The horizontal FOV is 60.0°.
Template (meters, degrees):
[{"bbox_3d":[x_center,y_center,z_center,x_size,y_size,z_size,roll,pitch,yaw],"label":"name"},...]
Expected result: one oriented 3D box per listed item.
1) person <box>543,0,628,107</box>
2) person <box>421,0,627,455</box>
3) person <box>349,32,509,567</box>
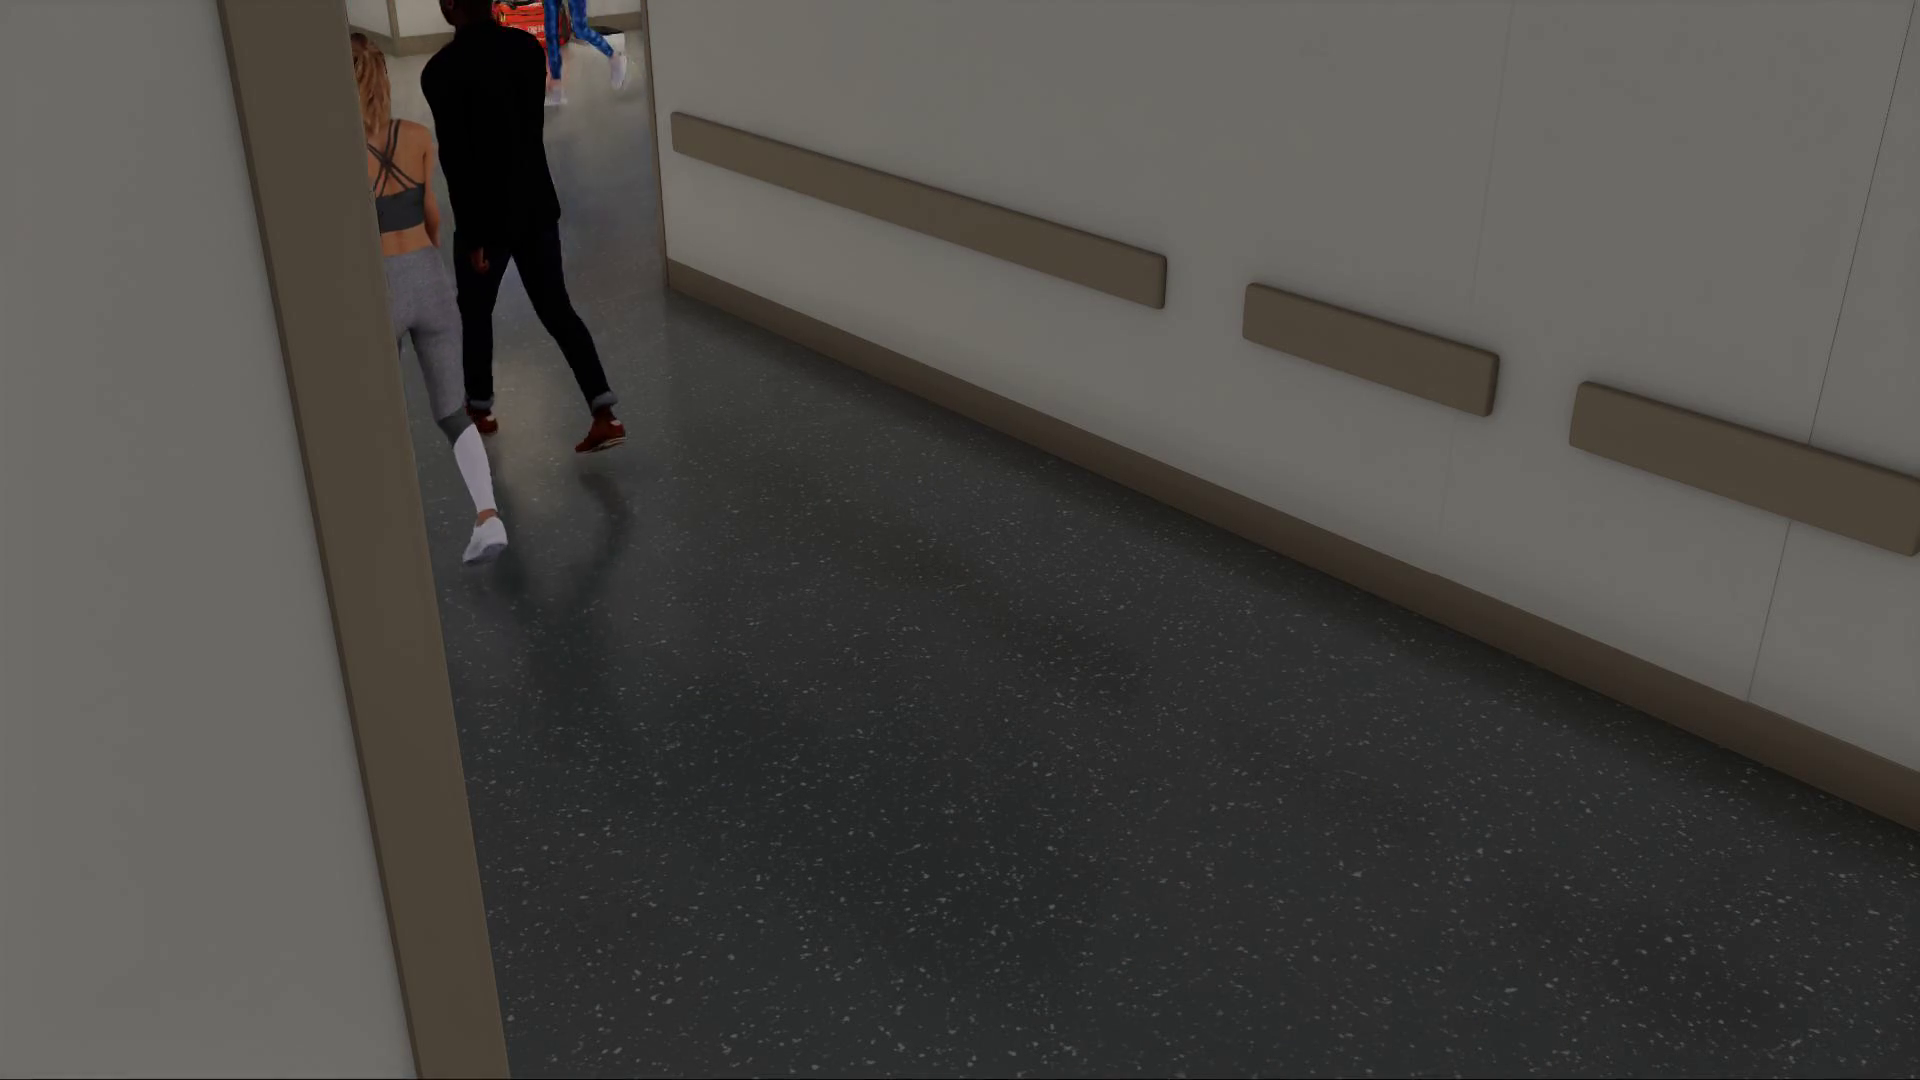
[{"bbox_3d":[-2.804,-4.072,12.133,0.727,1.764,1.104,19,31,34],"label":"person"},{"bbox_3d":[-1.568,-1.127,6.010,0.886,1.779,1.181,20,32,35],"label":"person"},{"bbox_3d":[-1.706,-0.699,5.245,1.012,1.672,0.629,-18,31,-33],"label":"person"}]
